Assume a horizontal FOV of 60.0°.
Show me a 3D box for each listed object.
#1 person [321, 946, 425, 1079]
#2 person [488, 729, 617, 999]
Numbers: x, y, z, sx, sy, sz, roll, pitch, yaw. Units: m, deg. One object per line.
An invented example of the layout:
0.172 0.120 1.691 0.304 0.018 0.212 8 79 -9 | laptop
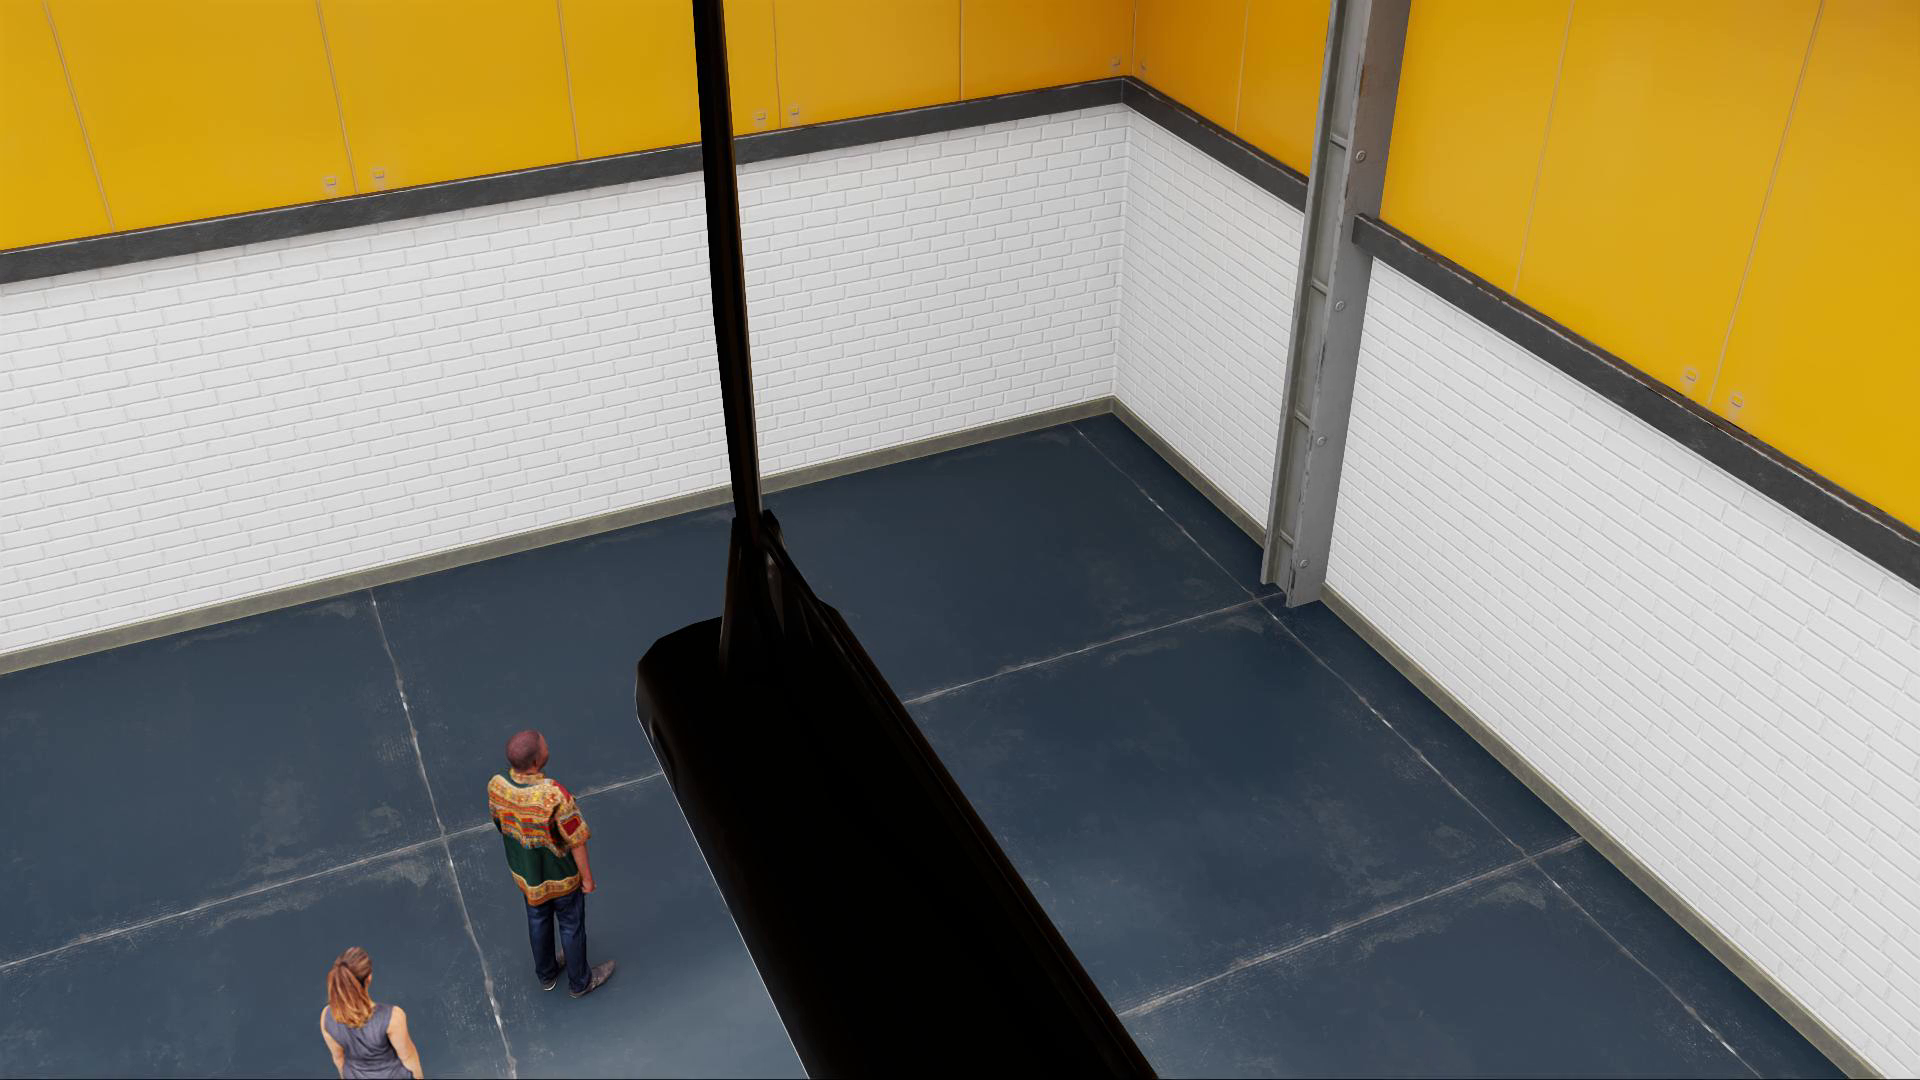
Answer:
-2.675 2.558 7.726 0.638 1.724 0.669 3 34 4 | person
-2.208 1.734 8.890 0.819 1.808 0.884 13 36 18 | person
